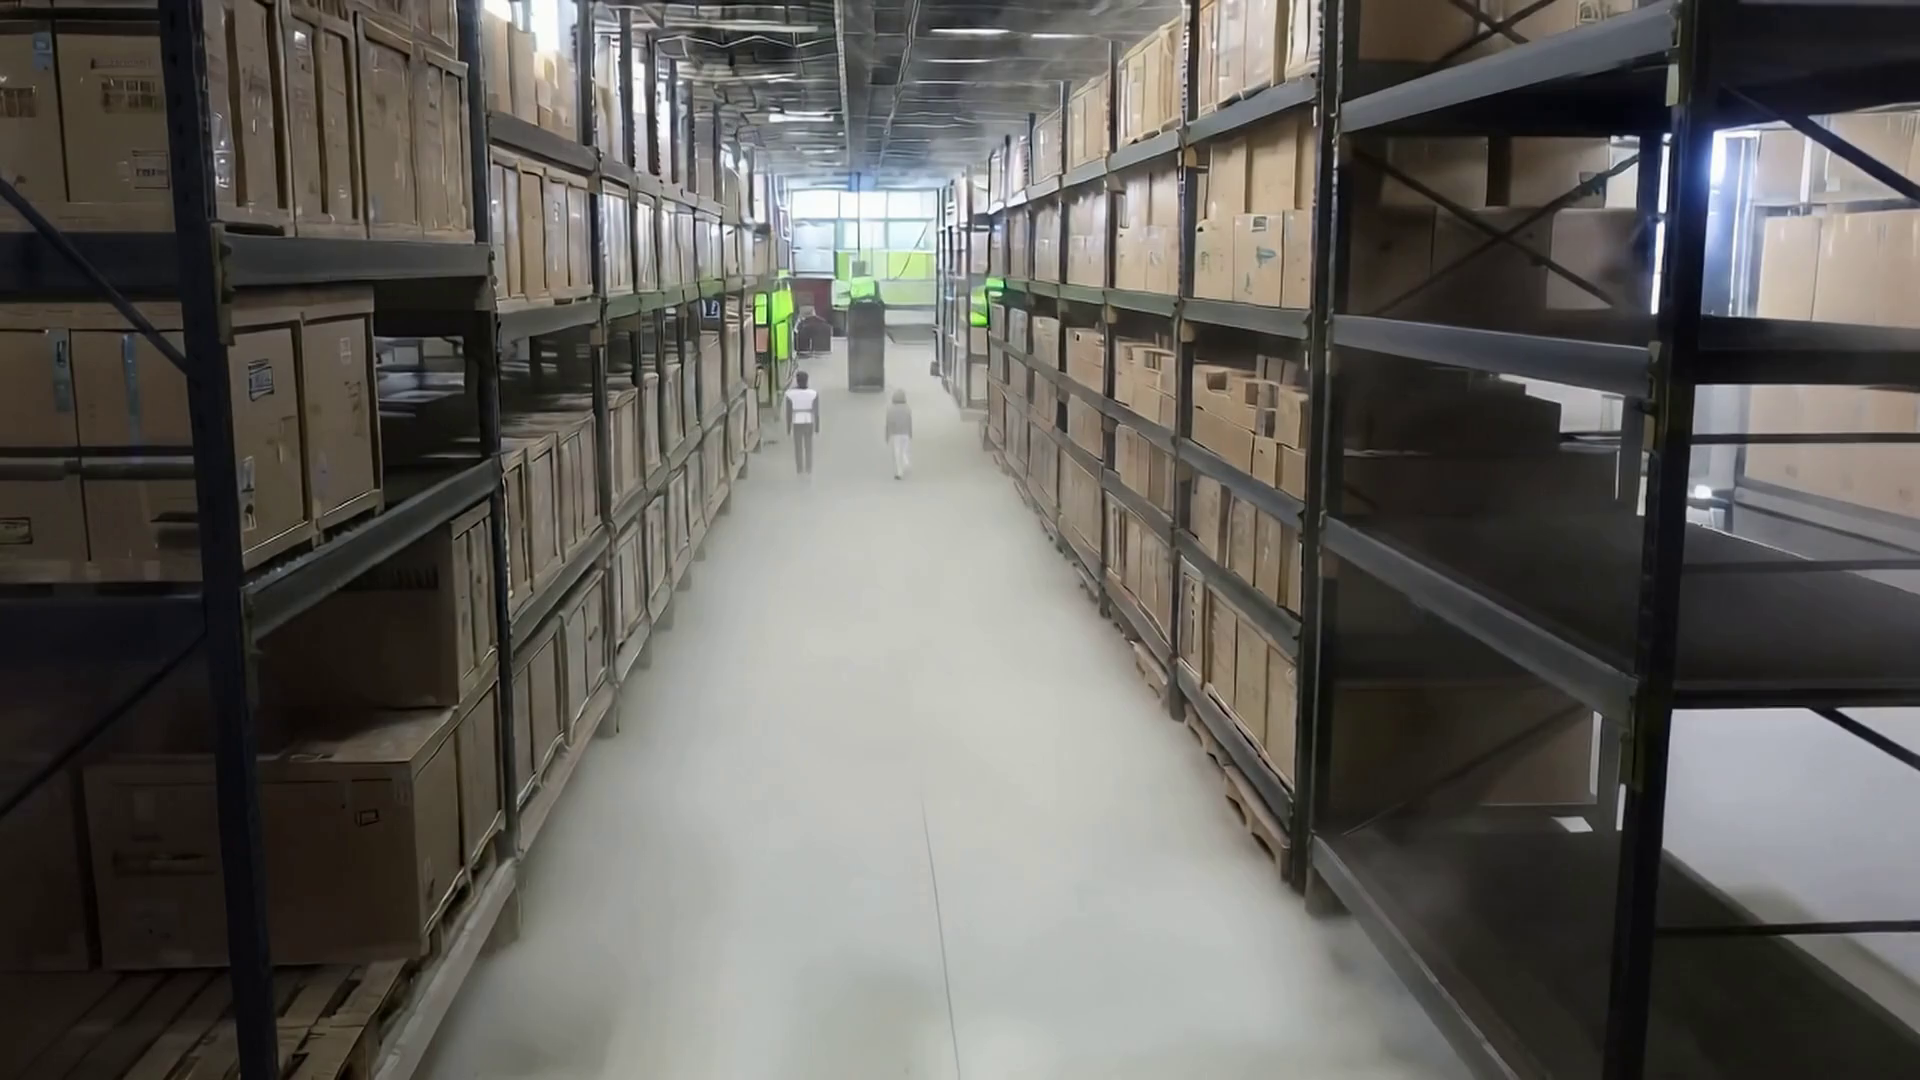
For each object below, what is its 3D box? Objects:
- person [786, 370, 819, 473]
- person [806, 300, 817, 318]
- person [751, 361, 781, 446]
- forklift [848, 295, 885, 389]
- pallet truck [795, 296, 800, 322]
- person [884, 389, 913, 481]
[{"bbox_3d":[-2.838,-2.112,30.040,0.594,1.899,0.722,-2,10,-10],"label":"person"},{"bbox_3d":[-7.801,-11.679,87.376,0.572,1.837,1.004,4,10,21],"label":"person"},{"bbox_3d":[-4.221,-2.852,34.779,0.982,1.776,0.697,2,10,11],"label":"person"},{"bbox_3d":[-2.849,-6.021,50.432,1.129,2.768,1.873,-1,10,-3],"label":"forklift"},{"bbox_3d":[-8.622,-12.439,91.403,1.885,1.965,0.823,2,10,13],"label":"pallet truck"},{"bbox_3d":[-1.081,-1.844,29.250,0.501,1.620,0.358,-5,11,-28],"label":"person"}]
